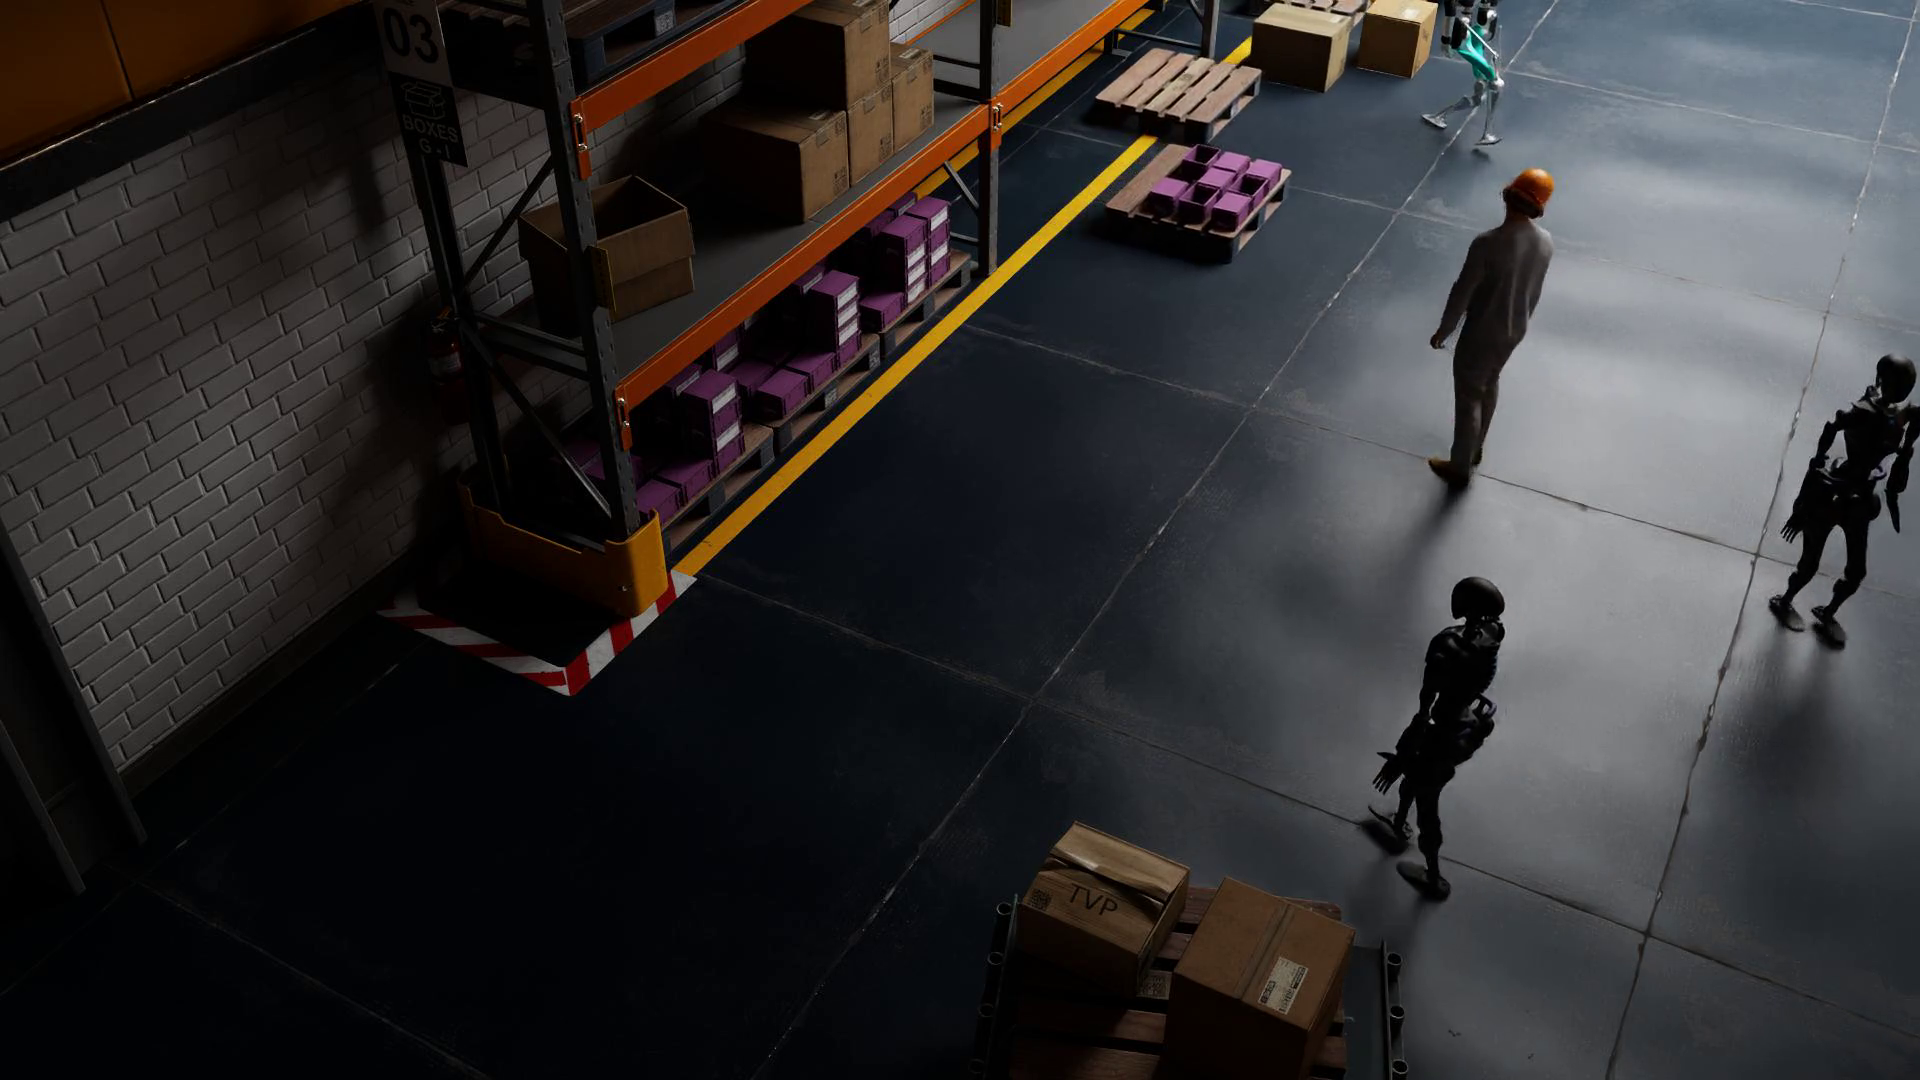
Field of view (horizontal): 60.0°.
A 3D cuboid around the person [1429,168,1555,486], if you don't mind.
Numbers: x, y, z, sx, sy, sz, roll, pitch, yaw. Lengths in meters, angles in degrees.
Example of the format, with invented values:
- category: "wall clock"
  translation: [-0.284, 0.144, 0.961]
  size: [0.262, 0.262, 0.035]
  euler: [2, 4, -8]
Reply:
- category: "person"
  translation: [3.031, -1.182, 9.432]
  size: [0.627, 1.853, 0.435]
  euler: [-17, 42, -20]

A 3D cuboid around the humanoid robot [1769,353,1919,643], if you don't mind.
- category: "humanoid robot"
  translation: [4.456, -0.196, 8.335]
  size: [0.595, 1.646, 0.373]
  euler: [-6, 39, -7]

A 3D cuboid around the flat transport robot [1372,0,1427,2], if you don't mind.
- category: "flat transport robot"
  translation: [4.360, -5.491, 16.083]
  size: [0.659, 0.231, 1.431]
  euler: [20, 43, 23]

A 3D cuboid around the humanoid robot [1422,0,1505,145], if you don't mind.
- category: "humanoid robot"
  translation: [4.123, -3.864, 12.923]
  size: [0.534, 1.766, 1.026]
  euler: [-20, 43, -23]

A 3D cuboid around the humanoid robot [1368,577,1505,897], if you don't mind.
- category: "humanoid robot"
  translation: [1.999, 0.815, 7.076]
  size: [0.603, 1.649, 0.543]
  euler: [-30, 47, -32]
